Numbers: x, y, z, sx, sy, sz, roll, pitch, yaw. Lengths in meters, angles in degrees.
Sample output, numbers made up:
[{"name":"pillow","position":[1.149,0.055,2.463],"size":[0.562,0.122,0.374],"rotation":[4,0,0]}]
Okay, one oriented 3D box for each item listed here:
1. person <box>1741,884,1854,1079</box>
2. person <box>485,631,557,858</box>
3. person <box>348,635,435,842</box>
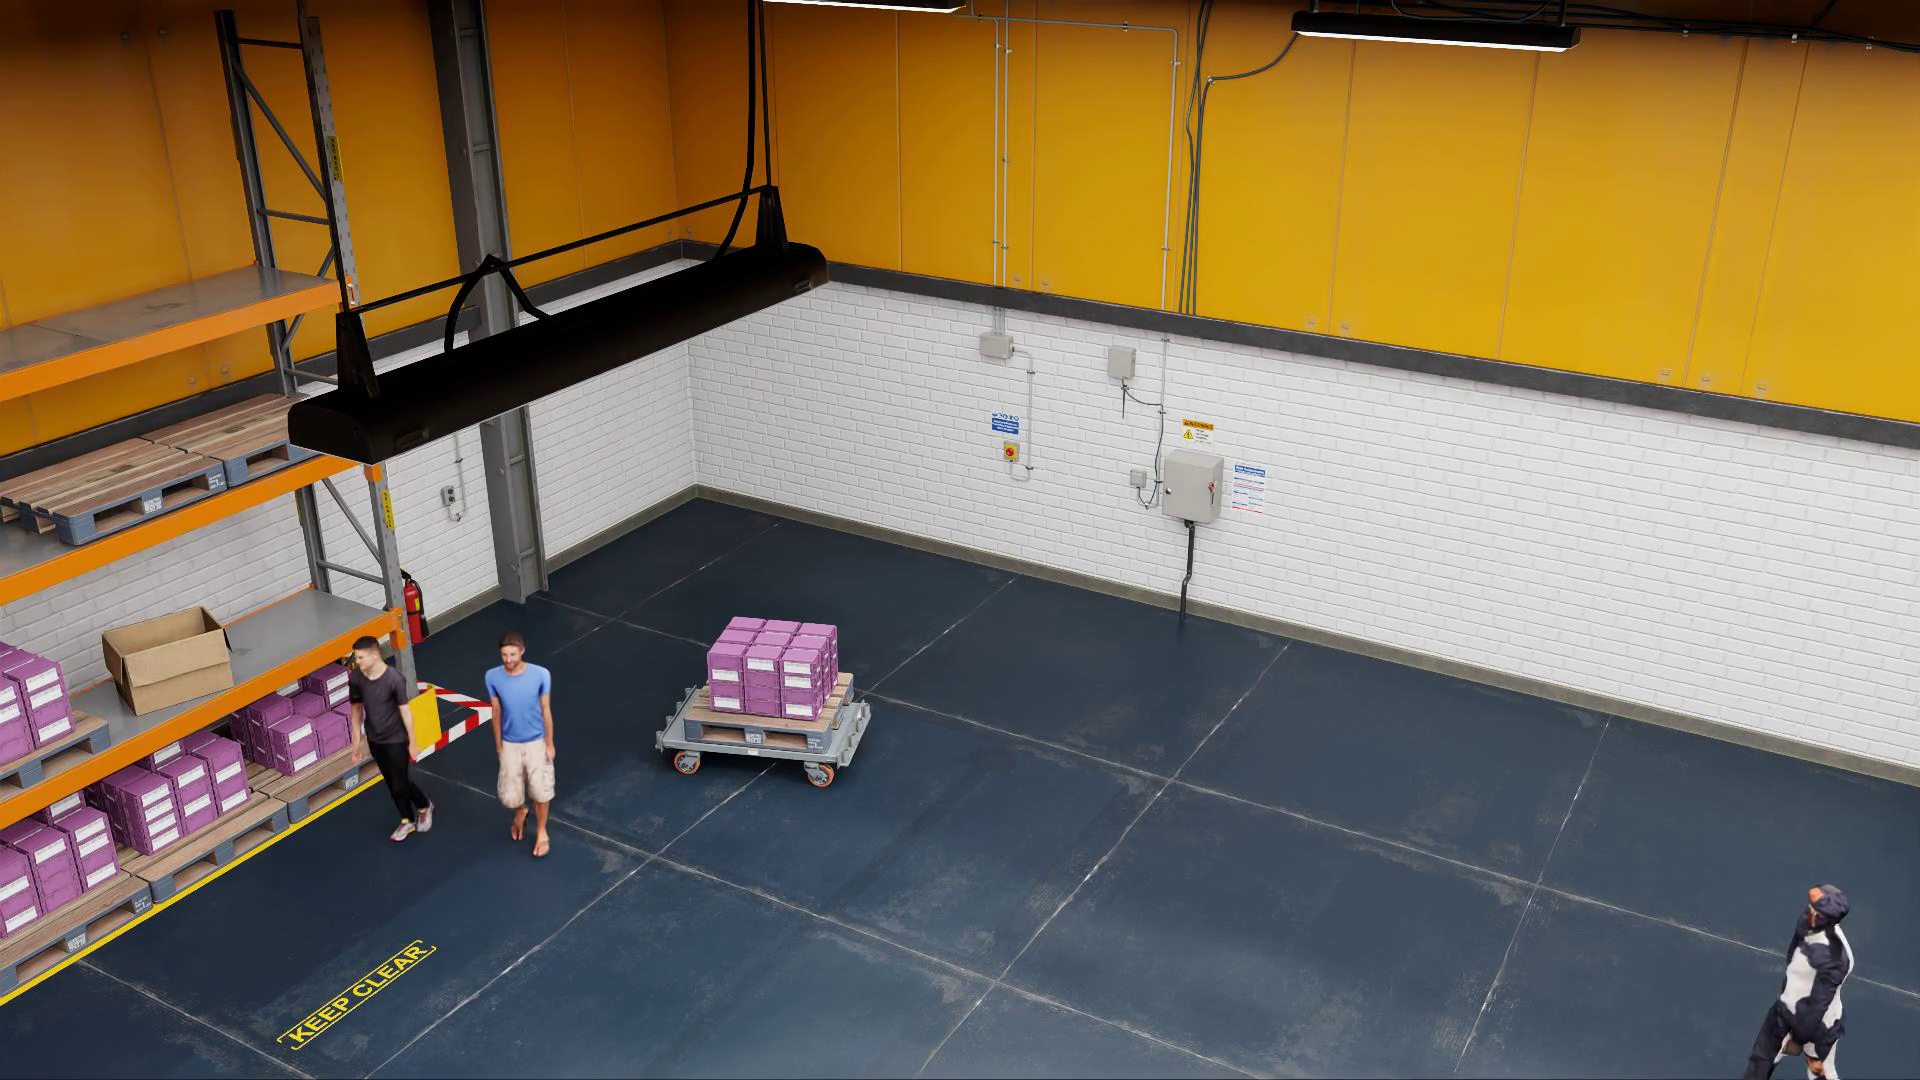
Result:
[{"name":"person","position":[5.000,2.771,9.675],"size":[1.111,1.844,1.160],"rotation":[3,24,7]},{"name":"person","position":[-3.283,1.480,12.618],"size":[0.811,1.851,0.872],"rotation":[-3,24,-7]},{"name":"person","position":[-4.333,1.485,12.742],"size":[0.706,1.744,0.726],"rotation":[6,24,13]}]
